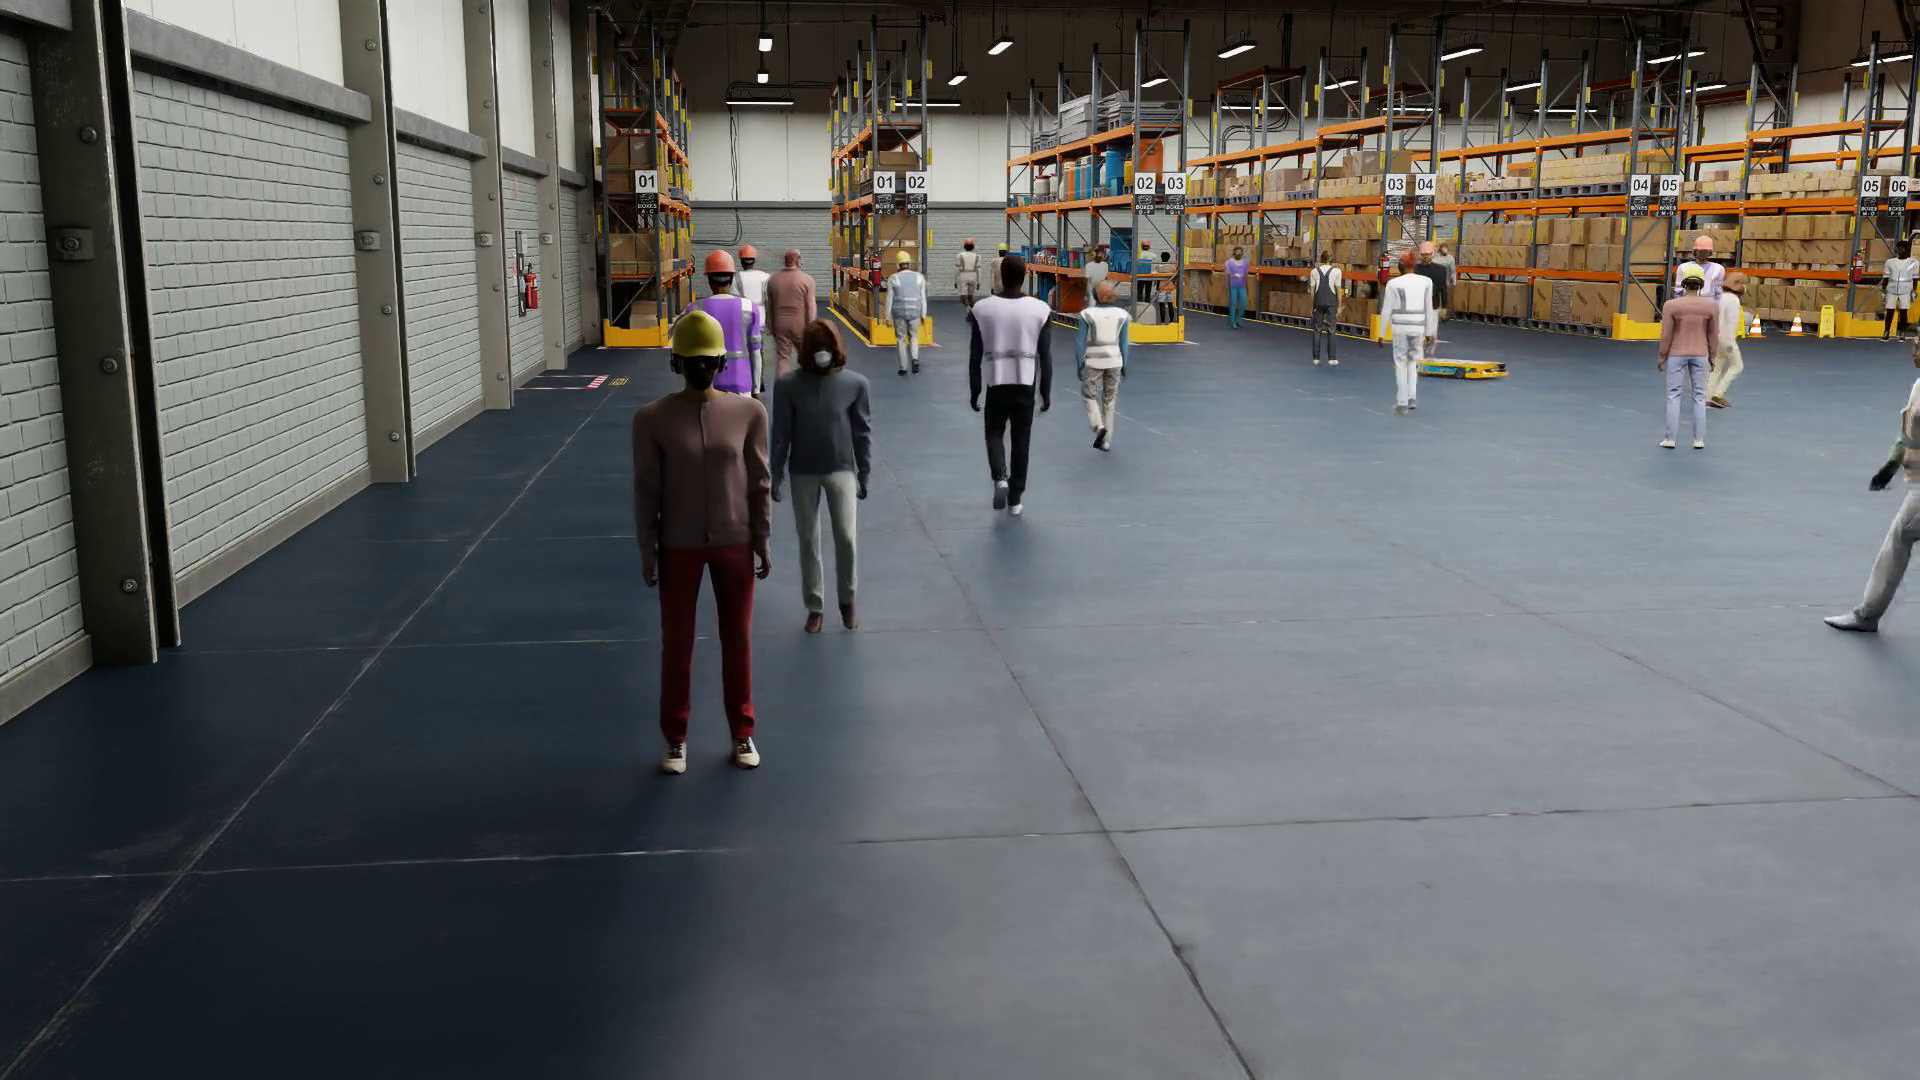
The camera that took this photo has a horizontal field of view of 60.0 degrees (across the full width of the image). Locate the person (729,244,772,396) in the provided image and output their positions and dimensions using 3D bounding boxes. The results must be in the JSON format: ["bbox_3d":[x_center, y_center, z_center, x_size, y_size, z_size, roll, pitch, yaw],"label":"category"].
[{"bbox_3d":[-2.696,-2.808,21.292,0.567,1.926,0.400,-4,11,-22],"label":"person"}]

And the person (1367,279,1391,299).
[{"bbox_3d":[10.725,-6.721,42.436,0.686,2.000,0.578,-2,11,-11],"label":"person"}]

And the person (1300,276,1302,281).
[{"bbox_3d":[9.002,-7.145,45.120,0.630,1.902,0.658,5,11,25],"label":"person"}]

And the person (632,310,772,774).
[{"bbox_3d":[-0.961,0.017,6.280,0.518,1.757,0.340,-3,11,-18],"label":"person"}]

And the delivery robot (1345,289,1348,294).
[{"bbox_3d":[11.553,-7.272,49.279,0.707,0.478,0.477,-6,12,-30],"label":"delivery robot"}]

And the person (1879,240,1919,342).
[{"bbox_3d":[18.093,-4.786,32.040,0.614,1.960,0.361,8,13,38],"label":"person"}]

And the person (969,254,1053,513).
[{"bbox_3d":[0.377,-1.127,12.158,0.616,1.902,0.454,0,10,1],"label":"person"}]

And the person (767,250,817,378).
[{"bbox_3d":[-1.965,-2.553,20.059,0.679,1.860,0.951,4,11,19],"label":"person"}]

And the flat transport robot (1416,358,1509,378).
[{"bbox_3d":[7.161,-2.505,24.182,0.652,0.197,1.431,-9,14,-41],"label":"flat transport robot"}]

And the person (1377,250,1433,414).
[{"bbox_3d":[5.088,-2.386,19.115,0.616,1.874,0.498,-3,11,-15],"label":"person"}]

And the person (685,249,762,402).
[{"bbox_3d":[-1.694,-1.106,11.940,0.542,1.938,0.358,-3,11,-15],"label":"person"}]

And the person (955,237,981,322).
[{"bbox_3d":[0.208,-6.180,39.532,0.622,2.022,0.695,-3,11,-17],"label":"person"}]

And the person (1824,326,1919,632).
[{"bbox_3d":[4.959,-0.297,8.448,0.846,1.602,0.513,4,11,21],"label":"person"}]

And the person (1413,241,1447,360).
[{"bbox_3d":[7.209,-3.636,25.722,0.622,1.968,0.802,3,11,18],"label":"person"}]

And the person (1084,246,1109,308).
[{"bbox_3d":[2.652,-4.704,31.929,0.577,1.836,0.726,-3,11,-18],"label":"person"}]

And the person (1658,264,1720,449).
[{"bbox_3d":[6.977,-1.753,15.959,0.533,1.767,0.327,2,11,12],"label":"person"}]

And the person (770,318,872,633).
[{"bbox_3d":[-0.707,-0.314,8.486,0.517,1.622,0.394,0,10,0],"label":"person"}]

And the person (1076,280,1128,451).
[{"bbox_3d":[1.355,-1.628,15.664,0.525,1.629,0.458,-2,11,-11],"label":"person"}]

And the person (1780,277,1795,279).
[{"bbox_3d":[19.143,-5.863,38.694,0.548,1.685,0.426,-1,10,-5],"label":"person"}]

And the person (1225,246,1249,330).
[{"bbox_3d":[6.072,-5.508,36.353,0.611,1.826,0.509,-3,11,-14],"label":"person"}]

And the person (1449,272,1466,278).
[{"bbox_3d":[14.054,-7.524,47.232,0.641,1.912,0.925,-1,10,-8],"label":"person"}]

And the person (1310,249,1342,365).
[{"bbox_3d":[5.792,-3.685,26.350,0.505,1.840,0.346,5,11,24],"label":"person"}]

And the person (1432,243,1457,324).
[{"bbox_3d":[11.338,-6.023,39.040,0.653,1.882,1.007,-2,11,-11],"label":"person"}]

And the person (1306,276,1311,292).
[{"bbox_3d":[9.372,-6.921,43.820,0.552,1.934,0.364,-2,11,-12],"label":"person"}]

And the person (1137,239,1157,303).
[{"bbox_3d":[4.798,-6.794,43.005,0.620,1.978,0.461,1,10,6],"label":"person"}]

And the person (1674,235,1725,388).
[{"bbox_3d":[9.922,-3.063,22.373,0.606,2.046,0.371,3,11,17],"label":"person"}]

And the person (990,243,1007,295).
[{"bbox_3d":[0.991,-5.827,37.955,0.598,1.896,0.898,-2,10,-9],"label":"person"}]

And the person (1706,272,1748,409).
[{"bbox_3d":[9.005,-2.336,19.531,0.372,1.611,0.527,0,10,2],"label":"person"}]

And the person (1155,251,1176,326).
[{"bbox_3d":[4.578,-5.572,37.071,0.537,1.698,0.320,-6,12,-28],"label":"person"}]

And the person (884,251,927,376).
[{"bbox_3d":[-0.804,-3.289,24.227,0.627,1.816,0.425,-4,11,-19],"label":"person"}]
